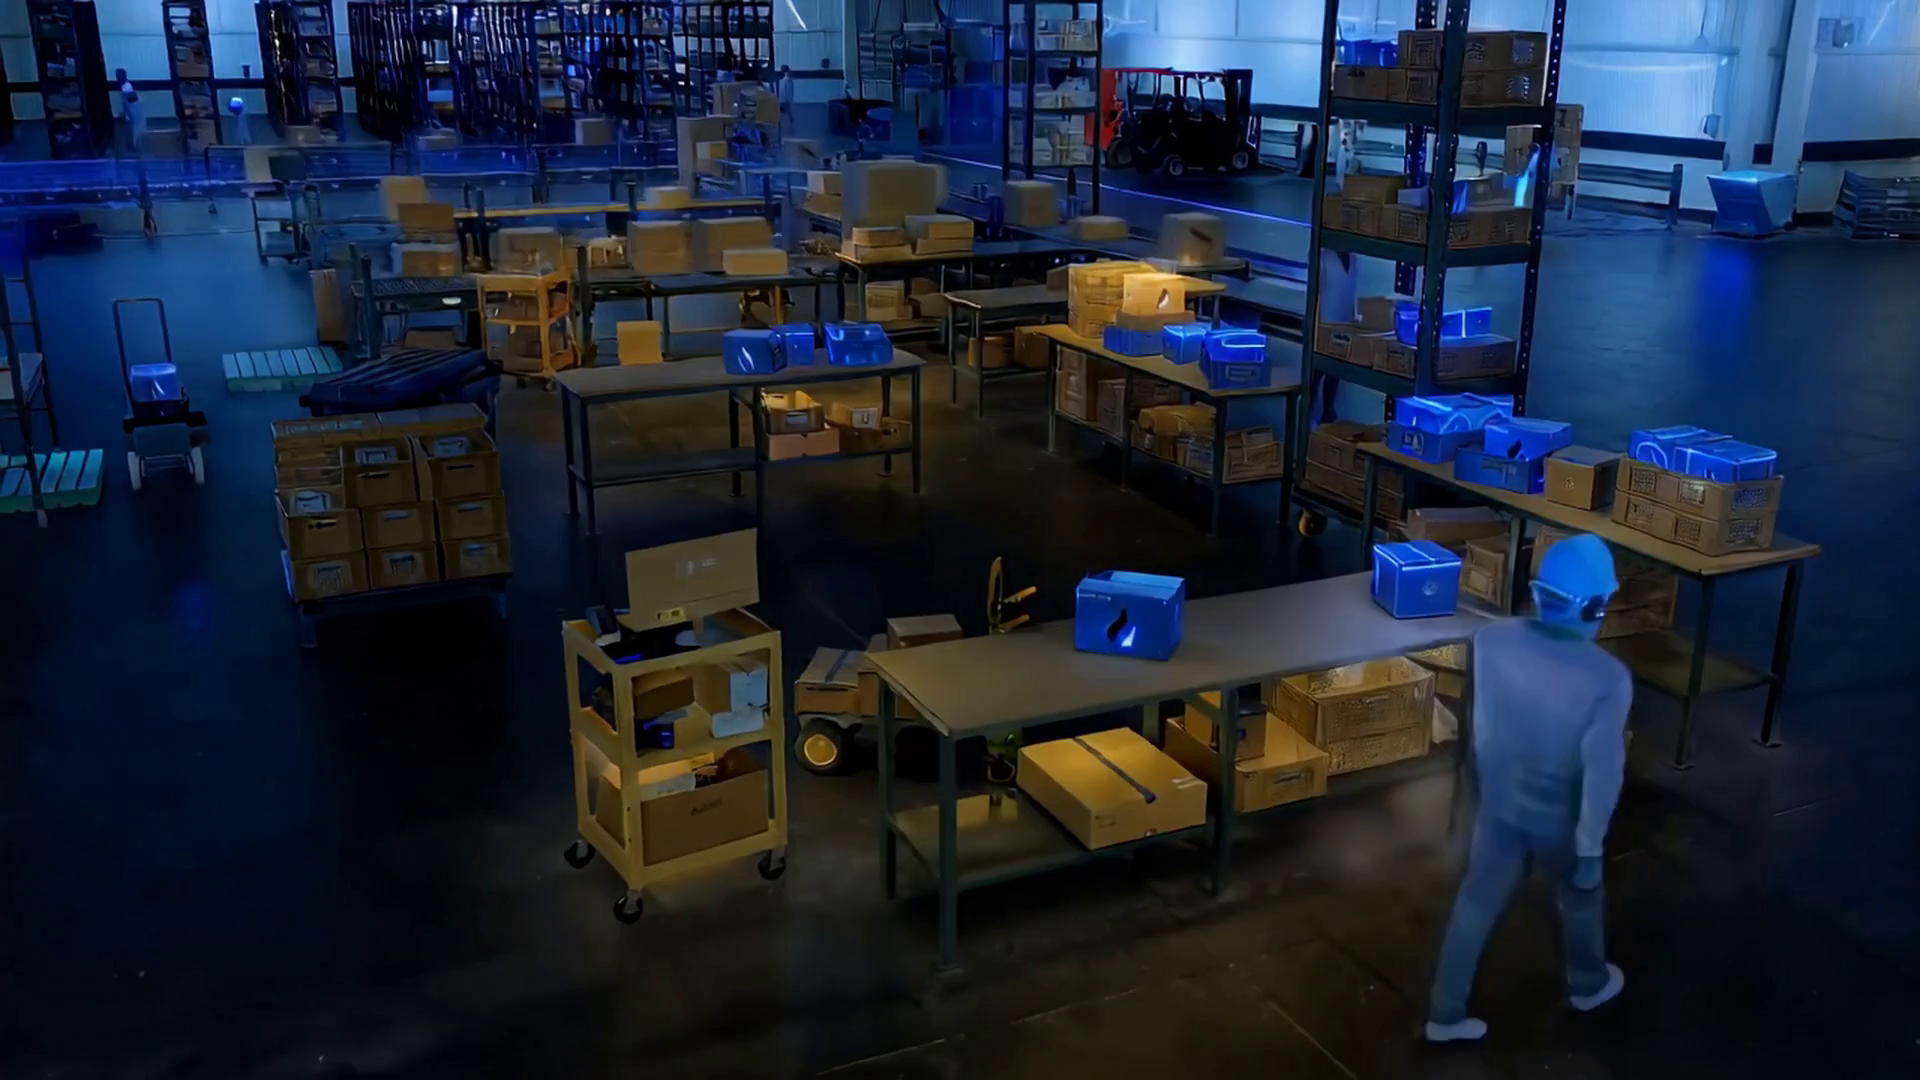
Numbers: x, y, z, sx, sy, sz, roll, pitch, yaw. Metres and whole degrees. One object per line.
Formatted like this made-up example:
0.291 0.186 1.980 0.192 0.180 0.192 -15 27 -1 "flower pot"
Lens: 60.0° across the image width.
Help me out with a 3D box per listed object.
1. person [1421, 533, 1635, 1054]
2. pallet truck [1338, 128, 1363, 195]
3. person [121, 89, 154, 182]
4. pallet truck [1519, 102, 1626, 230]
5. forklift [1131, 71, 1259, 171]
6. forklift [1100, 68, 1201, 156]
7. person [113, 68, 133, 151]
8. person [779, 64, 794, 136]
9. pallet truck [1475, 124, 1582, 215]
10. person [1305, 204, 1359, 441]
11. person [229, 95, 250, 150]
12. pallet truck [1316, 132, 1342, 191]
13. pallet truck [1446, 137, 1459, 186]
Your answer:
1.917 0.837 5.484 0.924 1.786 0.611 -12 21 -33 "person"
7.845 -7.140 31.411 1.522 1.261 0.704 -9 20 -25 "pallet truck"
-16.873 -8.291 34.127 0.390 1.849 0.566 7 19 21 "person"
9.972 -6.037 26.785 1.885 1.965 0.823 -9 20 -25 "pallet truck"
4.998 -8.936 35.413 2.680 1.987 1.157 -9 20 -25 "forklift"
4.082 -9.564 37.410 2.680 1.987 1.157 -8 19 -23 "forklift"
-20.933 -10.739 41.544 0.740 2.024 0.643 -6 19 -19 "person"
-4.873 -12.302 46.536 0.468 1.981 0.652 1 18 3 "person"
9.707 -6.455 28.103 1.885 1.965 0.823 -7 19 -20 "pallet truck"
3.003 -1.752 13.376 0.552 1.942 0.340 -13 22 -36 "person"
-14.580 -8.131 33.762 0.326 1.765 0.530 -7 19 -20 "person"
7.723 -7.504 32.656 1.601 1.201 0.680 -8 19 -23 "pallet truck"
9.184 -6.485 29.328 1.630 1.274 0.653 -8 19 -23 "pallet truck"
